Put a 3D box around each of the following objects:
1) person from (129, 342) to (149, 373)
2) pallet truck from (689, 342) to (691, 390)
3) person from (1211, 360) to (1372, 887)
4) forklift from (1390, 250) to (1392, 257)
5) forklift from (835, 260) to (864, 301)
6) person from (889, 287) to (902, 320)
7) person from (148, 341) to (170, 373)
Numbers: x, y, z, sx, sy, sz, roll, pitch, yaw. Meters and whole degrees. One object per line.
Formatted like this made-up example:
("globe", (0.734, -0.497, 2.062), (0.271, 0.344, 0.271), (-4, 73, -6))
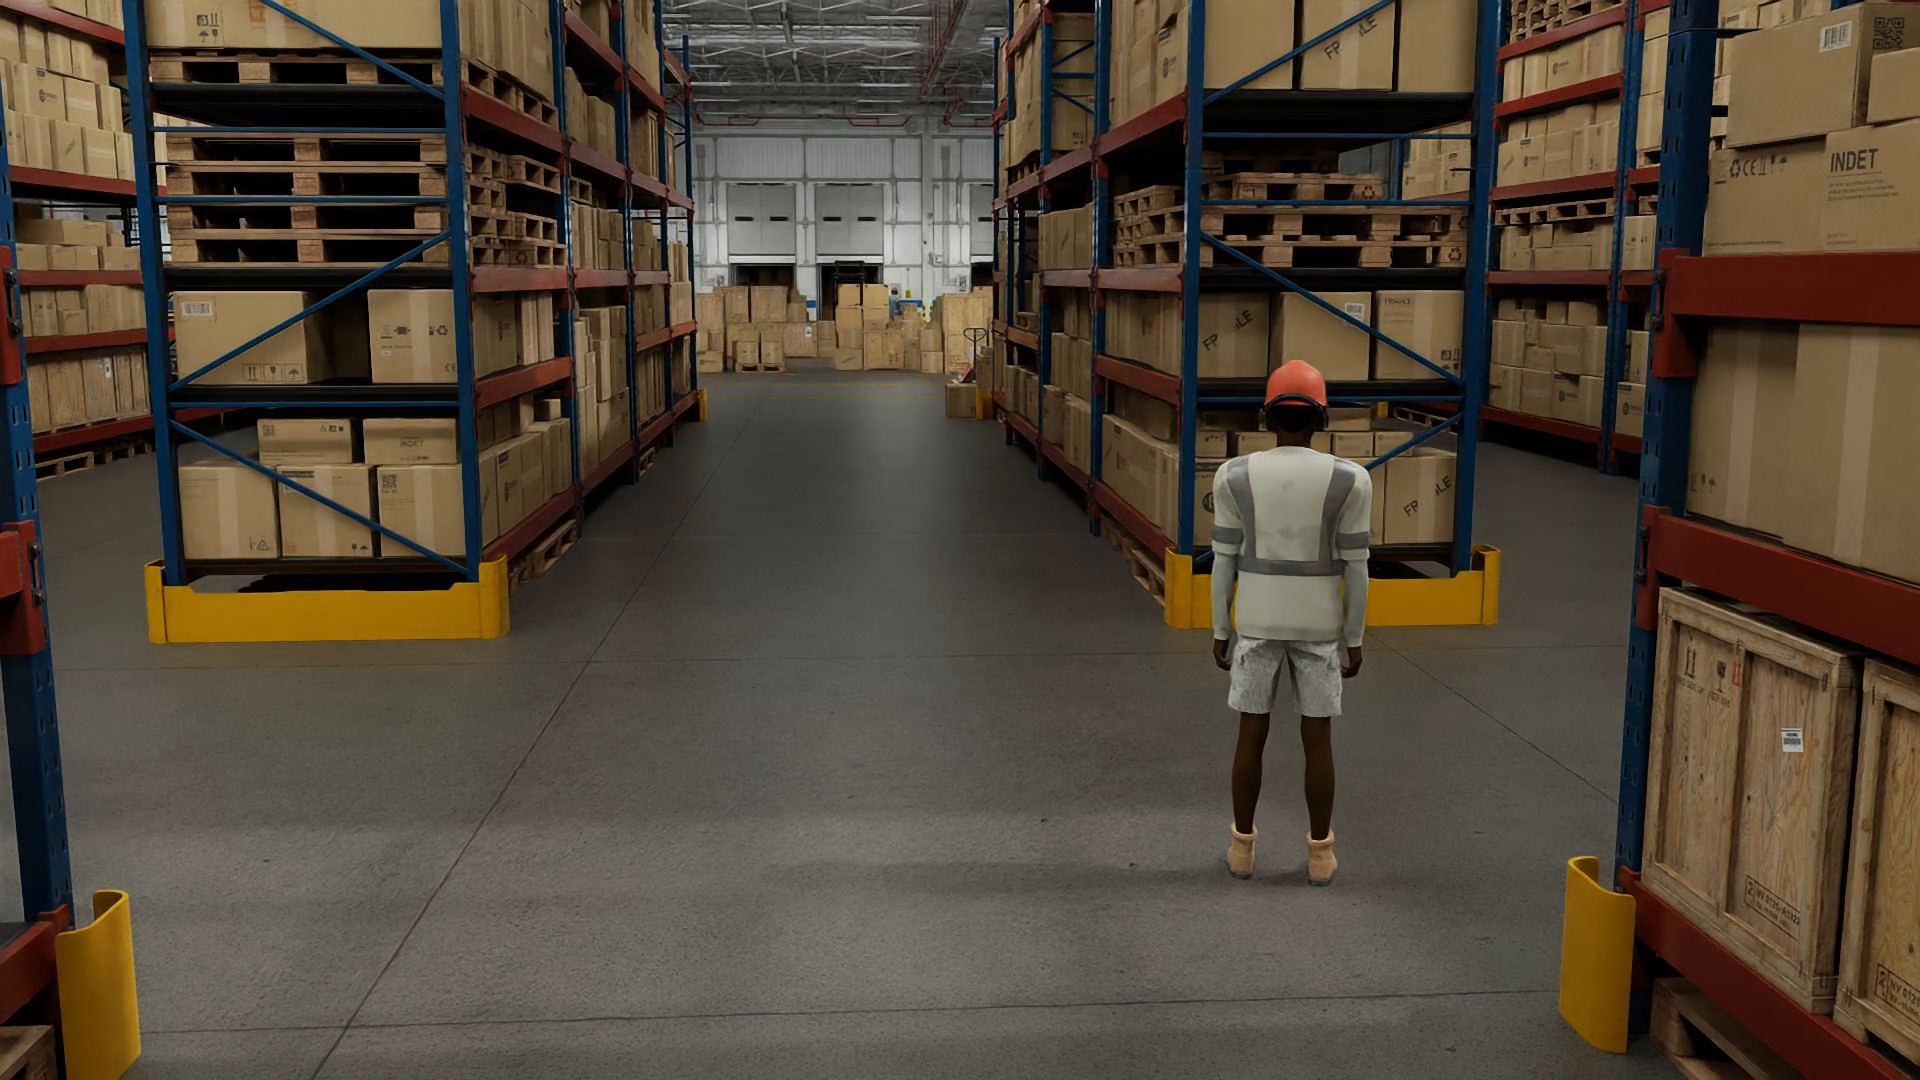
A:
("person", (-13.662, -3.089, 27.998), (0.613, 1.994, 0.382), (-1, 9, -8))
("pallet truck", (-5.225, -3.008, 27.480), (1.885, 1.965, 0.823), (2, 9, 14))
("person", (1.279, 0.321, 6.484), (0.603, 2.034, 0.417), (3, 9, 16))
("forklift", (8.308, -4.112, 31.649), (1.129, 2.768, 1.873), (4, 10, 21))
("forklift", (-3.478, -7.434, 52.512), (1.129, 2.768, 1.873), (-1, 9, -4))
("person", (-2.312, -7.829, 57.977), (0.636, 1.931, 0.377), (3, 10, 21))
("person", (-15.222, -3.456, 31.341), (0.653, 1.668, 0.319), (-1, 9, -4))
